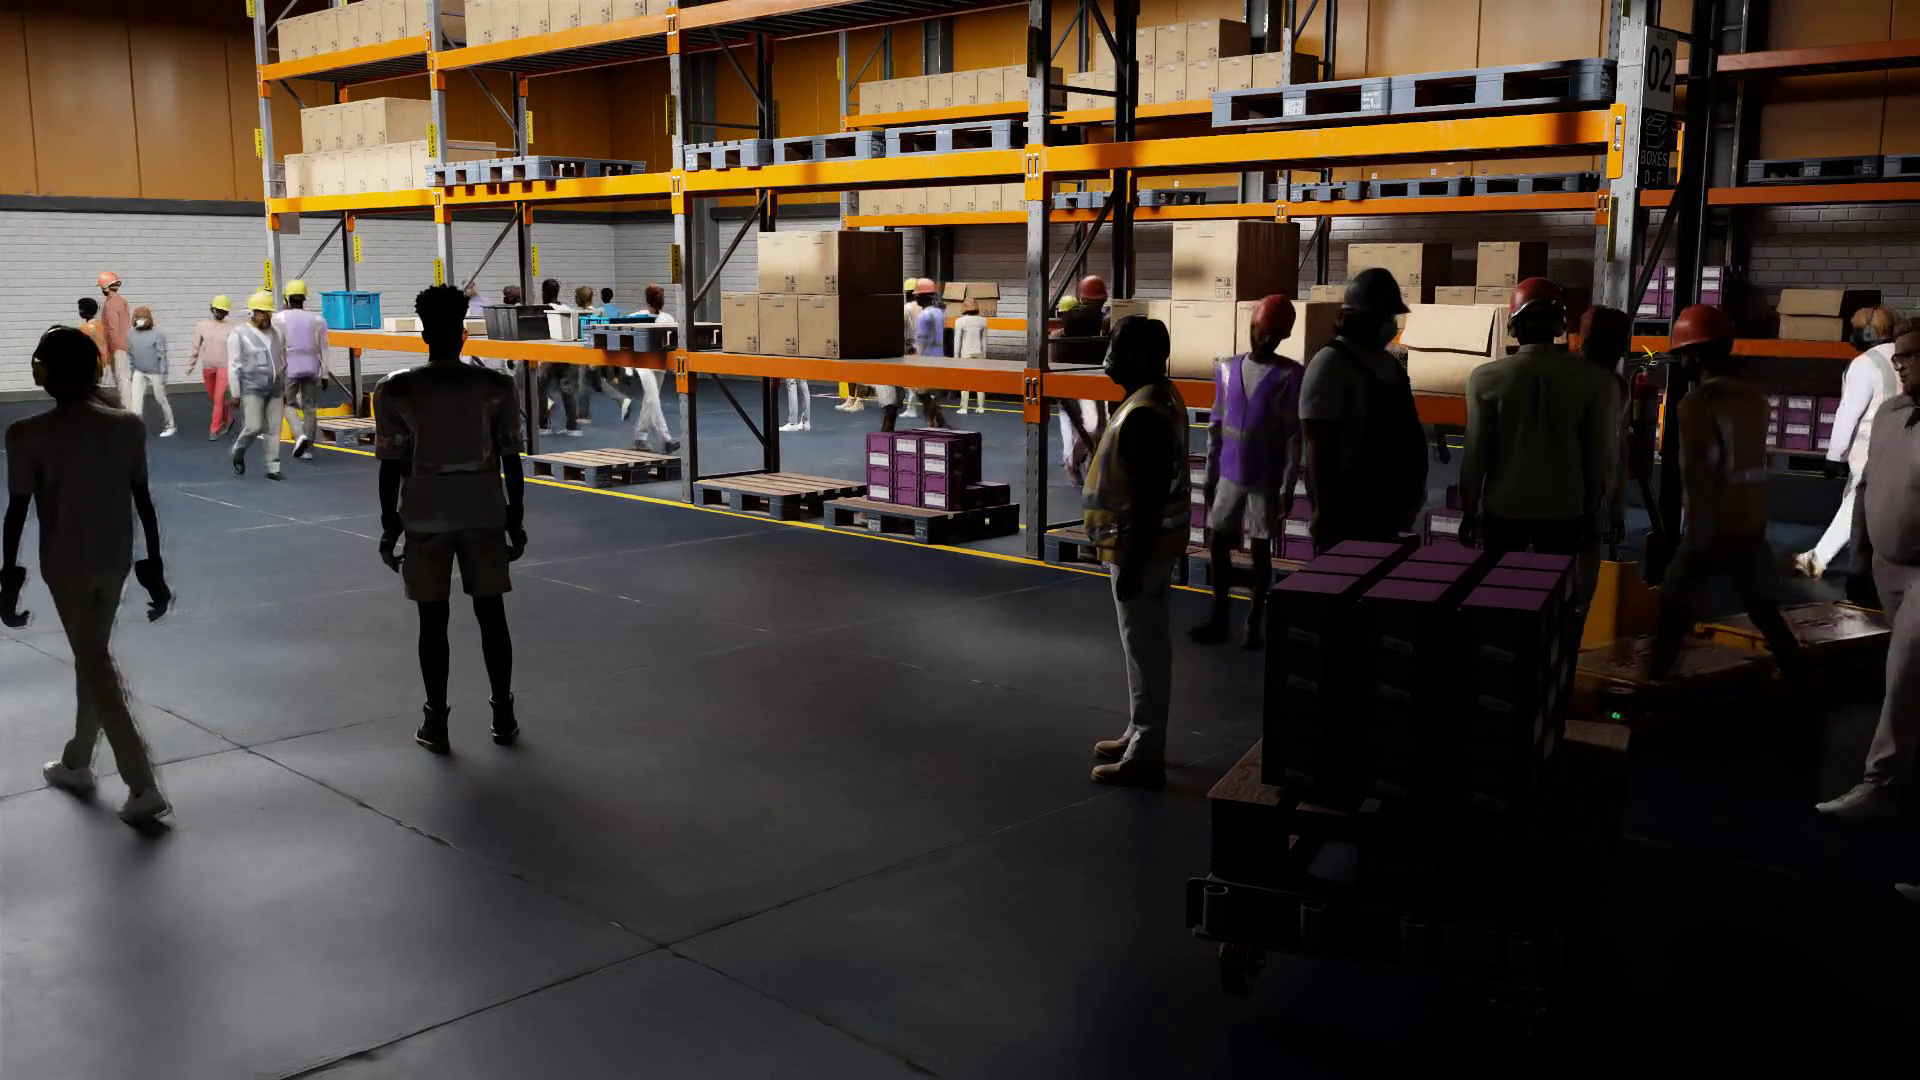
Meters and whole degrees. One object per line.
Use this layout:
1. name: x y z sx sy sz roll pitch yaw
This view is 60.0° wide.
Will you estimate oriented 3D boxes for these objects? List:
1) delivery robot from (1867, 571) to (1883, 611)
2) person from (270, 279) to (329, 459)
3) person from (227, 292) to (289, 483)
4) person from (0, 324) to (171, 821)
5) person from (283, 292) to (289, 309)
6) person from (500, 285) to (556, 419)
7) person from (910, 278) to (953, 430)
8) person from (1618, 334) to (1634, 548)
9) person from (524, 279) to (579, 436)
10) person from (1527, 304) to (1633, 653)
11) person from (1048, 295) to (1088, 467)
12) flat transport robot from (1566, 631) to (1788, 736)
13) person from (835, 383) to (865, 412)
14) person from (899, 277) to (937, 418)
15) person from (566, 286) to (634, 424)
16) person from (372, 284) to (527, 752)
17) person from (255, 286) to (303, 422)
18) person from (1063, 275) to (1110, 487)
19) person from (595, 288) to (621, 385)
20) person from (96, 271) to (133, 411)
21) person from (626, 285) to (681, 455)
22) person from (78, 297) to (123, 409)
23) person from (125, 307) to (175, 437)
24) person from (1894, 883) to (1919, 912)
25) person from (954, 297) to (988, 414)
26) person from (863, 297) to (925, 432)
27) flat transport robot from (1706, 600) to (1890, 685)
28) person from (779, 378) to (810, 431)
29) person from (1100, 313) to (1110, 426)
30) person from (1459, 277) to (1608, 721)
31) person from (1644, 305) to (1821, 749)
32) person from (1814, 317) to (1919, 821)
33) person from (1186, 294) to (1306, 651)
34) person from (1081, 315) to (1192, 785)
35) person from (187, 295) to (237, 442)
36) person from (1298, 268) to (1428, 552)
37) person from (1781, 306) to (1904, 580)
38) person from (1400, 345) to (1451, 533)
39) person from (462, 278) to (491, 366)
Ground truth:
1. delivery robot: 5.293 0.222 9.106 0.707 0.478 0.477 -5 11 -29
2. person: -6.960 -1.788 17.545 0.604 1.916 0.454 -7 11 -36
3. person: -6.658 -1.445 15.769 0.589 1.812 0.587 6 11 34
4. person: -3.254 0.117 6.182 0.967 1.827 0.538 6 11 34
5. person: -8.689 -2.324 21.434 0.490 1.725 0.515 1 9 8
6. person: -5.803 -2.458 21.958 0.838 1.817 0.628 3 10 20
7. person: -0.387 -2.021 18.991 0.392 1.923 0.541 3 10 19
8. person: 4.634 -0.736 11.963 0.522 1.636 0.311 -6 11 -31
9. person: -4.984 -2.204 20.156 0.796 1.889 0.632 3 10 18
10. person: 2.793 -0.154 7.687 0.586 1.864 0.495 -5 11 -28
11. person: 1.123 -1.613 16.987 0.544 1.750 0.373 -5 10 -26
12. flat transport robot: 3.201 0.639 7.709 1.431 0.197 0.652 -7 11 -35
13. person: -1.547 -2.823 23.513 0.370 2.044 0.608 -5 10 -27
14. person: -0.565 -2.575 22.408 0.711 1.910 0.590 8 12 42
15. person: -4.707 -2.390 21.590 0.787 1.821 0.514 1 9 4
16. person: -2.139 -0.091 7.017 0.612 1.957 0.377 -4 10 -25
17. person: -8.944 -2.430 21.856 0.762 1.799 0.598 -1 9 -3
18. person: 1.228 -1.435 15.255 0.633 1.961 0.422 -7 12 -38
19. person: -6.133 -3.541 29.001 0.320 1.694 0.538 9 13 44
20. person: -10.978 -2.493 21.646 0.391 1.990 0.621 -2 9 -10
21. person: -3.318 -1.857 18.198 0.960 1.838 0.606 8 12 39
22. person: -10.896 -2.223 20.982 0.739 1.672 0.541 -2 9 -11
23. person: -9.656 -1.984 19.782 0.516 1.578 0.852 1 9 4
24. person: 3.353 0.432 4.954 0.876 1.591 0.529 5 10 26
25. person: 0.153 -2.569 23.243 0.505 1.626 0.280 -4 10 -24
26. person: -0.630 -1.607 16.473 0.551 1.909 0.762 -8 12 -40
27. flat transport robot: 4.403 0.508 8.508 1.431 0.197 0.652 -5 11 -29
28. person: -2.070 -2.290 20.765 0.328 1.875 0.513 8 12 39
29. person: 1.375 -1.207 14.857 0.264 1.632 0.507 0 9 -1
30. person: 2.483 -0.142 7.250 0.609 1.986 0.391 1 9 6
31. person: 3.274 -0.056 7.104 0.617 1.881 0.967 -6 11 -33
32. person: 3.646 0.096 6.192 0.942 1.864 0.665 -2 9 -12
33. person: 1.542 -0.340 8.753 0.604 1.899 0.413 7 12 37
34. person: 0.694 0.041 6.567 0.430 1.845 0.620 2 9 9
35. person: -8.827 -2.056 19.802 0.597 1.710 0.845 -1 9 -4
36. person: 1.877 -0.230 7.624 0.536 2.000 0.740 8 12 39
37. person: 5.646 -0.556 10.403 0.645 1.783 0.990 -7 11 -36
38. person: 3.075 -0.612 11.250 0.373 1.622 0.513 8 12 41
39. person: -7.707 -3.224 26.480 0.674 1.878 0.591 2 9 13
